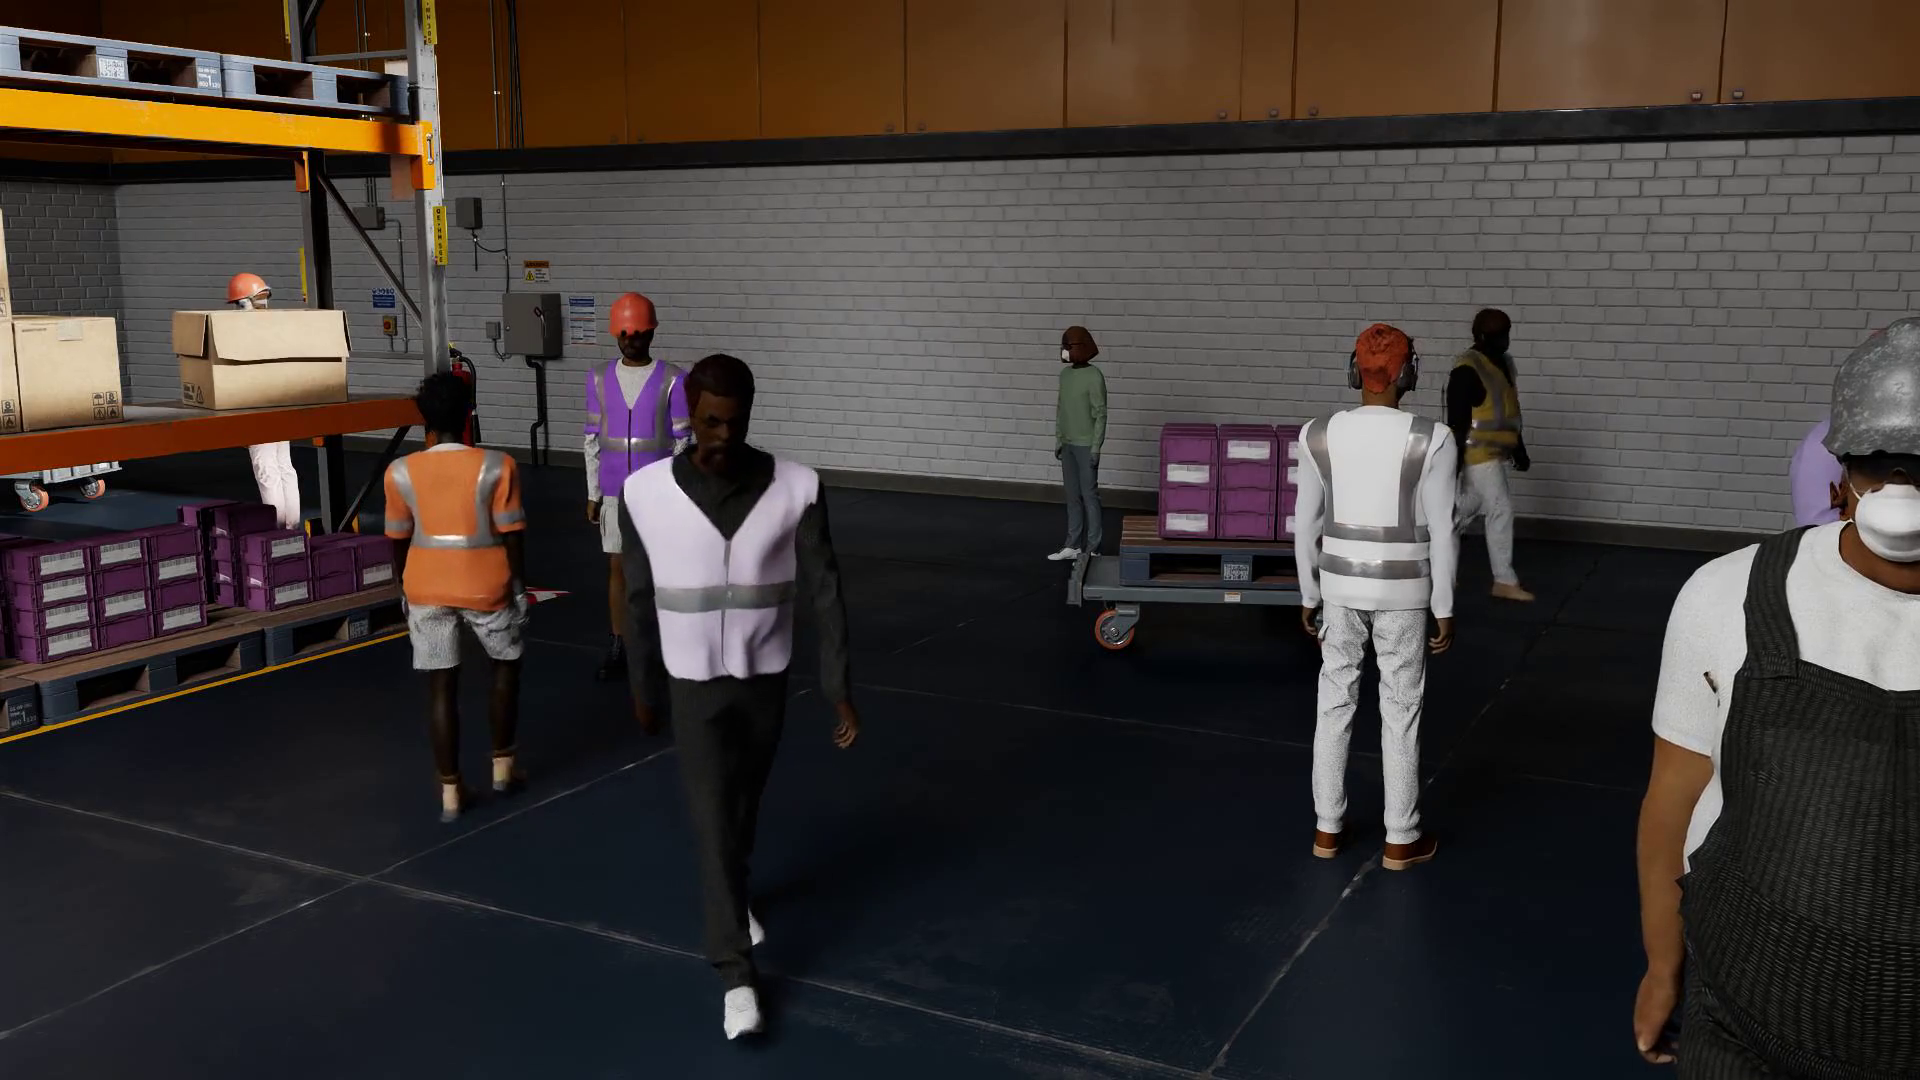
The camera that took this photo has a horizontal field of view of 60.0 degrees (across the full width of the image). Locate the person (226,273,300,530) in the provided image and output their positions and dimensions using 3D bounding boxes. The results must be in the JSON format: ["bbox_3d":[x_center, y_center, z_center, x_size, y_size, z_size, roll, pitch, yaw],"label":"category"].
[{"bbox_3d":[-4.833,-0.844,11.525,0.394,1.985,0.611,0,10,1],"label":"person"}]

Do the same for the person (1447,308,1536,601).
[{"bbox_3d":[3.200,-0.532,10.307,0.803,1.806,0.651,6,11,30],"label":"person"}]

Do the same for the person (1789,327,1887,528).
[{"bbox_3d":[2.845,0.288,5.214,0.639,1.903,0.407,-8,13,-39],"label":"person"}]

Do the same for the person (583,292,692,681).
[{"bbox_3d":[-1.600,-0.256,8.265,0.544,1.936,0.359,1,10,4],"label":"person"}]

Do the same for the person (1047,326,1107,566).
[{"bbox_3d":[0.808,-0.636,11.335,0.266,1.631,0.507,-6,11,-29],"label":"person"}]

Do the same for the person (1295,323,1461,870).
[{"bbox_3d":[1.441,0.200,5.767,0.573,1.887,0.356,6,12,31],"label":"person"}]

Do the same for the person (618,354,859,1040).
[{"bbox_3d":[-0.650,0.394,4.764,0.610,1.852,1.045,-3,10,-16],"label":"person"}]

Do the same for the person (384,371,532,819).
[{"bbox_3d":[-1.902,0.191,6.392,0.542,1.673,0.608,0,10,-2],"label":"person"}]
